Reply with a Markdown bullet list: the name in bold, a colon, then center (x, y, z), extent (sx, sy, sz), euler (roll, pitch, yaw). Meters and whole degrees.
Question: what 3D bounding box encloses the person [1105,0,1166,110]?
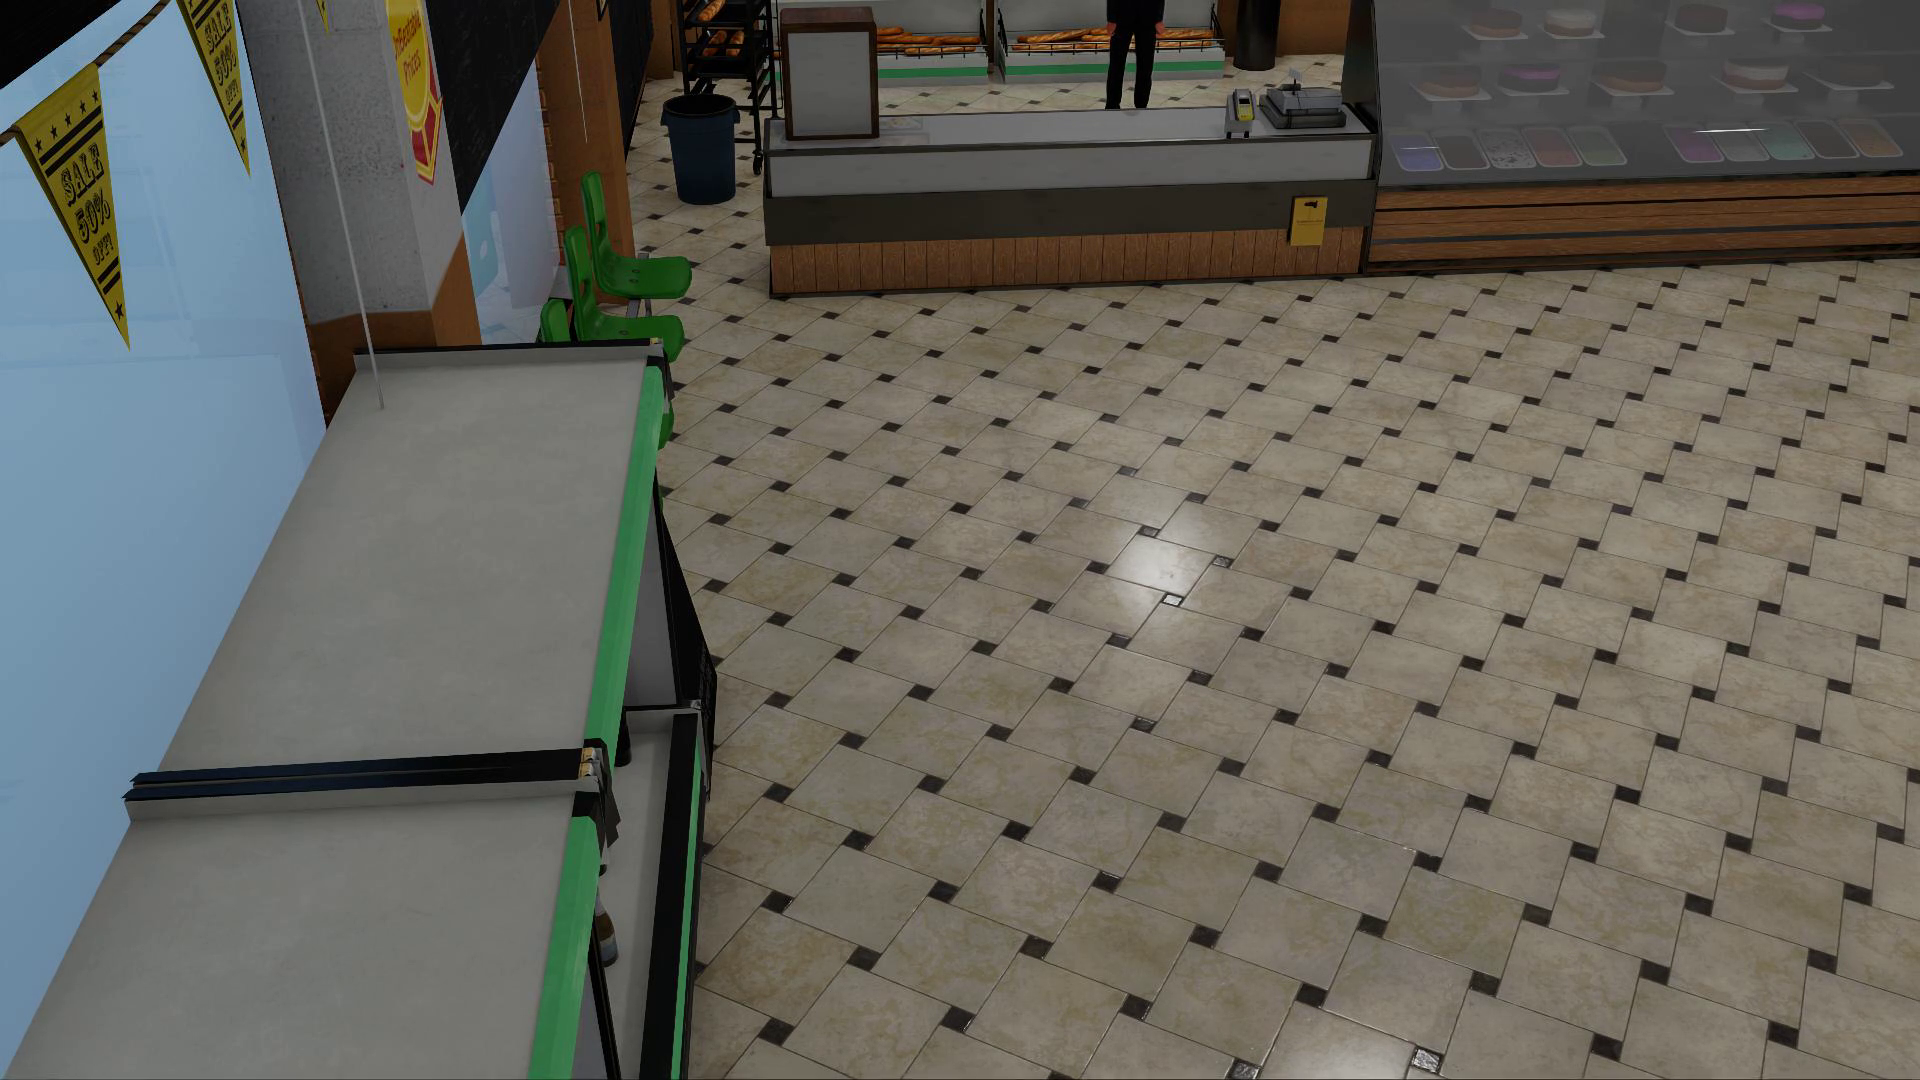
- **person**: center (1.421, -4.246, 13.477), extent (0.620, 1.868, 0.566), euler (-2, 32, -4)
